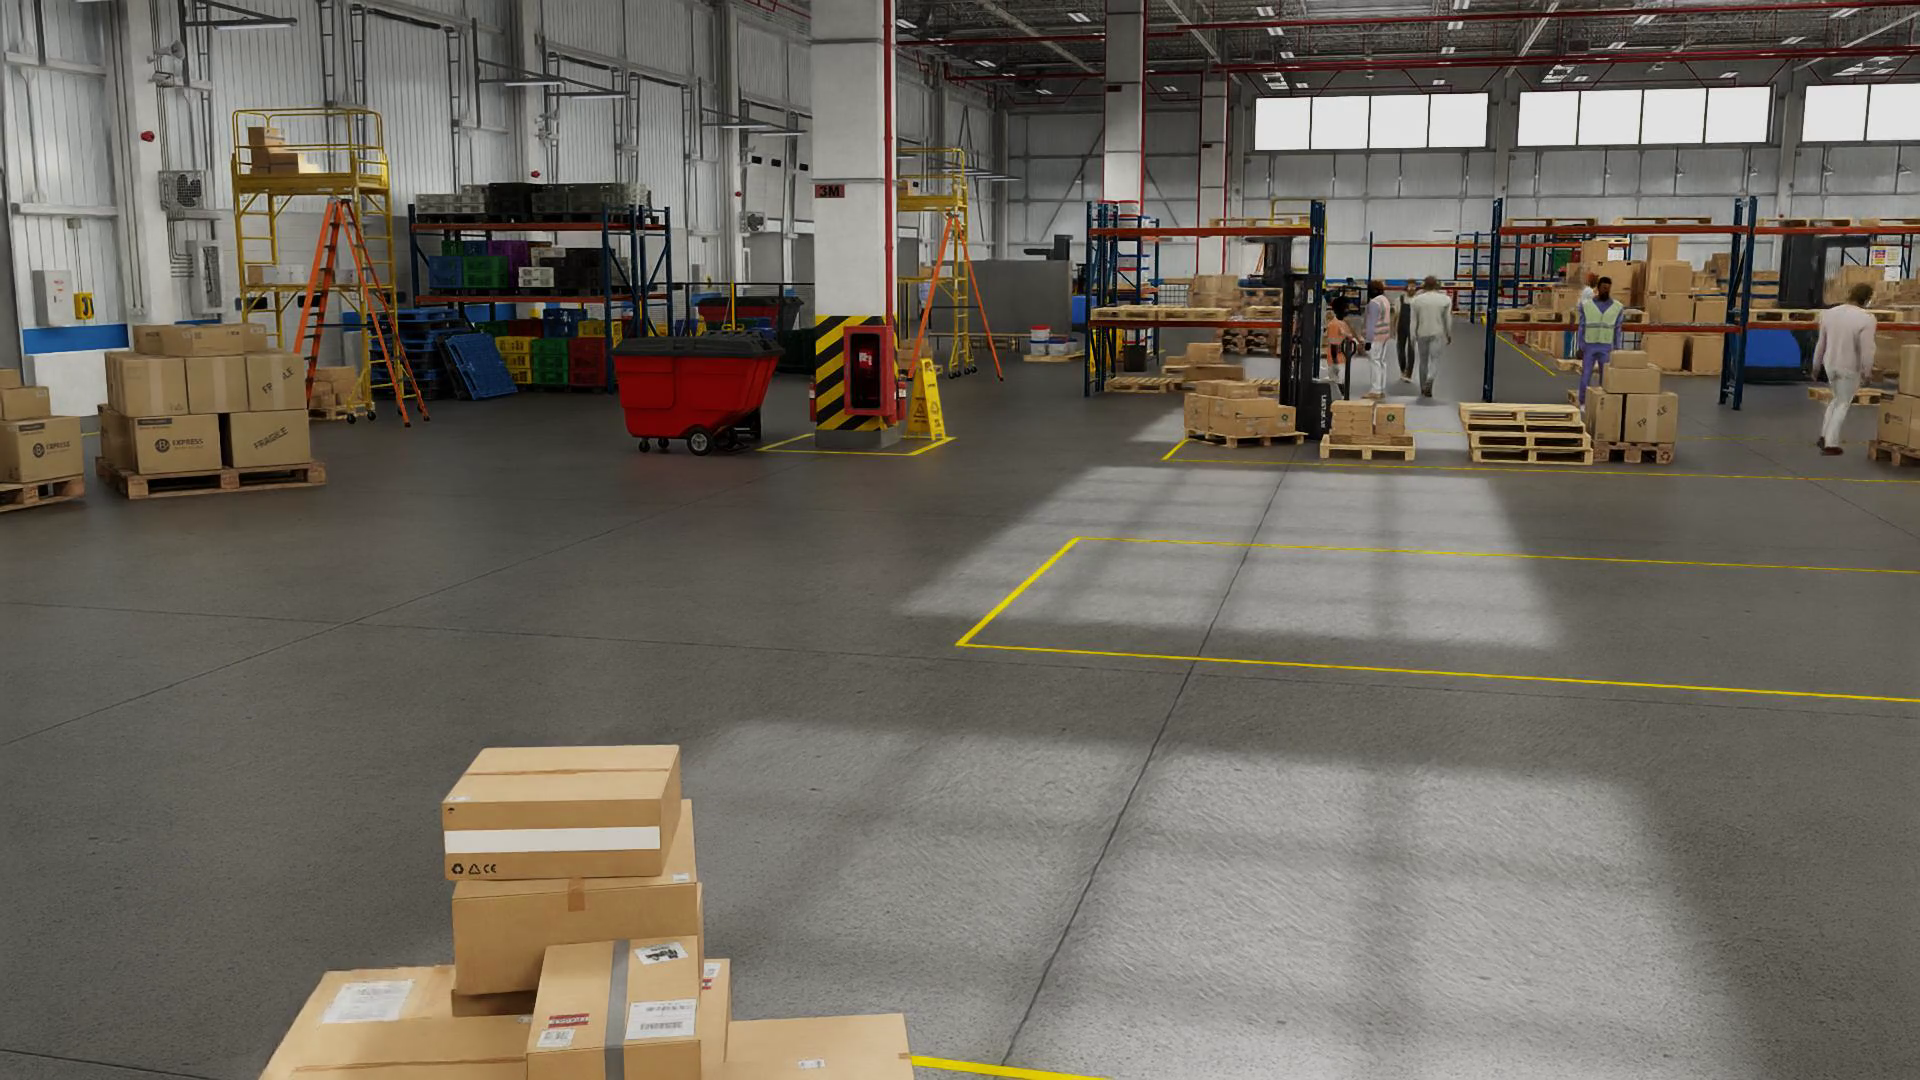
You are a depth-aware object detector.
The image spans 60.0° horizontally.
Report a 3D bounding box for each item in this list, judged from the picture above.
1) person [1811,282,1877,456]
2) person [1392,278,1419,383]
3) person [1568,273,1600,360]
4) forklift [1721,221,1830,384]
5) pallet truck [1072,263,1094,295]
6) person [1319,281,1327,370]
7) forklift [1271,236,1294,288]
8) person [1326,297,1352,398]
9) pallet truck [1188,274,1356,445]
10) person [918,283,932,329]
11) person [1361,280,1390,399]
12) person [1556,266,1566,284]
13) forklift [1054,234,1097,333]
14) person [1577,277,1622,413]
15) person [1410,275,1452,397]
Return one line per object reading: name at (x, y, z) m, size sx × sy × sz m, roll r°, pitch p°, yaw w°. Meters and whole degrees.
person at (9.726, -1.865, 18.241) m, size 0.473 × 1.907 × 0.673 m, roll -4°, pitch 11°, yaw -25°
person at (7.857, -3.673, 29.141) m, size 0.525 × 1.827 × 0.745 m, roll 3°, pitch 10°, yaw 19°
person at (13.098, -4.576, 34.387) m, size 0.962 × 1.840 × 0.592 m, roll 4°, pitch 10°, yaw 22°
forklift at (14.308, -4.118, 28.649) m, size 1.873 × 2.768 × 1.129 m, roll 2°, pitch 10°, yaw 14°
pallet truck at (4.325, -8.180, 55.162) m, size 0.823 × 1.965 × 1.885 m, roll 6°, pitch 11°, yaw 31°
person at (6.904, -4.127, 32.061) m, size 0.484 × 1.739 × 0.320 m, roll -9°, pitch 13°, yaw -42°
forklift at (9.873, -7.929, 51.092) m, size 1.873 × 2.768 × 1.129 m, roll -2°, pitch 10°, yaw -12°
person at (4.859, -2.260, 21.281) m, size 0.312 × 1.682 × 0.599 m, roll 5°, pitch 11°, yaw 29°
pallet truck at (3.653, -2.138, 19.590) m, size 1.885 × 1.965 × 0.823 m, roll -4°, pitch 10°, yaw -20°
person at (-1.002, -7.365, 50.571) m, size 0.544 × 1.929 × 0.390 m, roll -4°, pitch 11°, yaw -23°
person at (6.406, -3.085, 25.677) m, size 0.431 × 1.836 × 0.621 m, roll 5°, pitch 11°, yaw 28°
person at (18.668, -7.497, 51.377) m, size 0.775 × 1.920 × 0.547 m, roll -1°, pitch 10°, yaw -4°
forklift at (2.934, -7.338, 47.610) m, size 1.873 × 2.768 × 1.129 m, roll 2°, pitch 10°, yaw 14°
person at (8.958, -2.728, 23.338) m, size 0.583 × 1.911 × 0.385 m, roll 1°, pitch 10°, yaw 8°
person at (7.388, -3.210, 26.174) m, size 0.634 × 1.911 × 0.853 m, roll 4°, pitch 11°, yaw 24°
